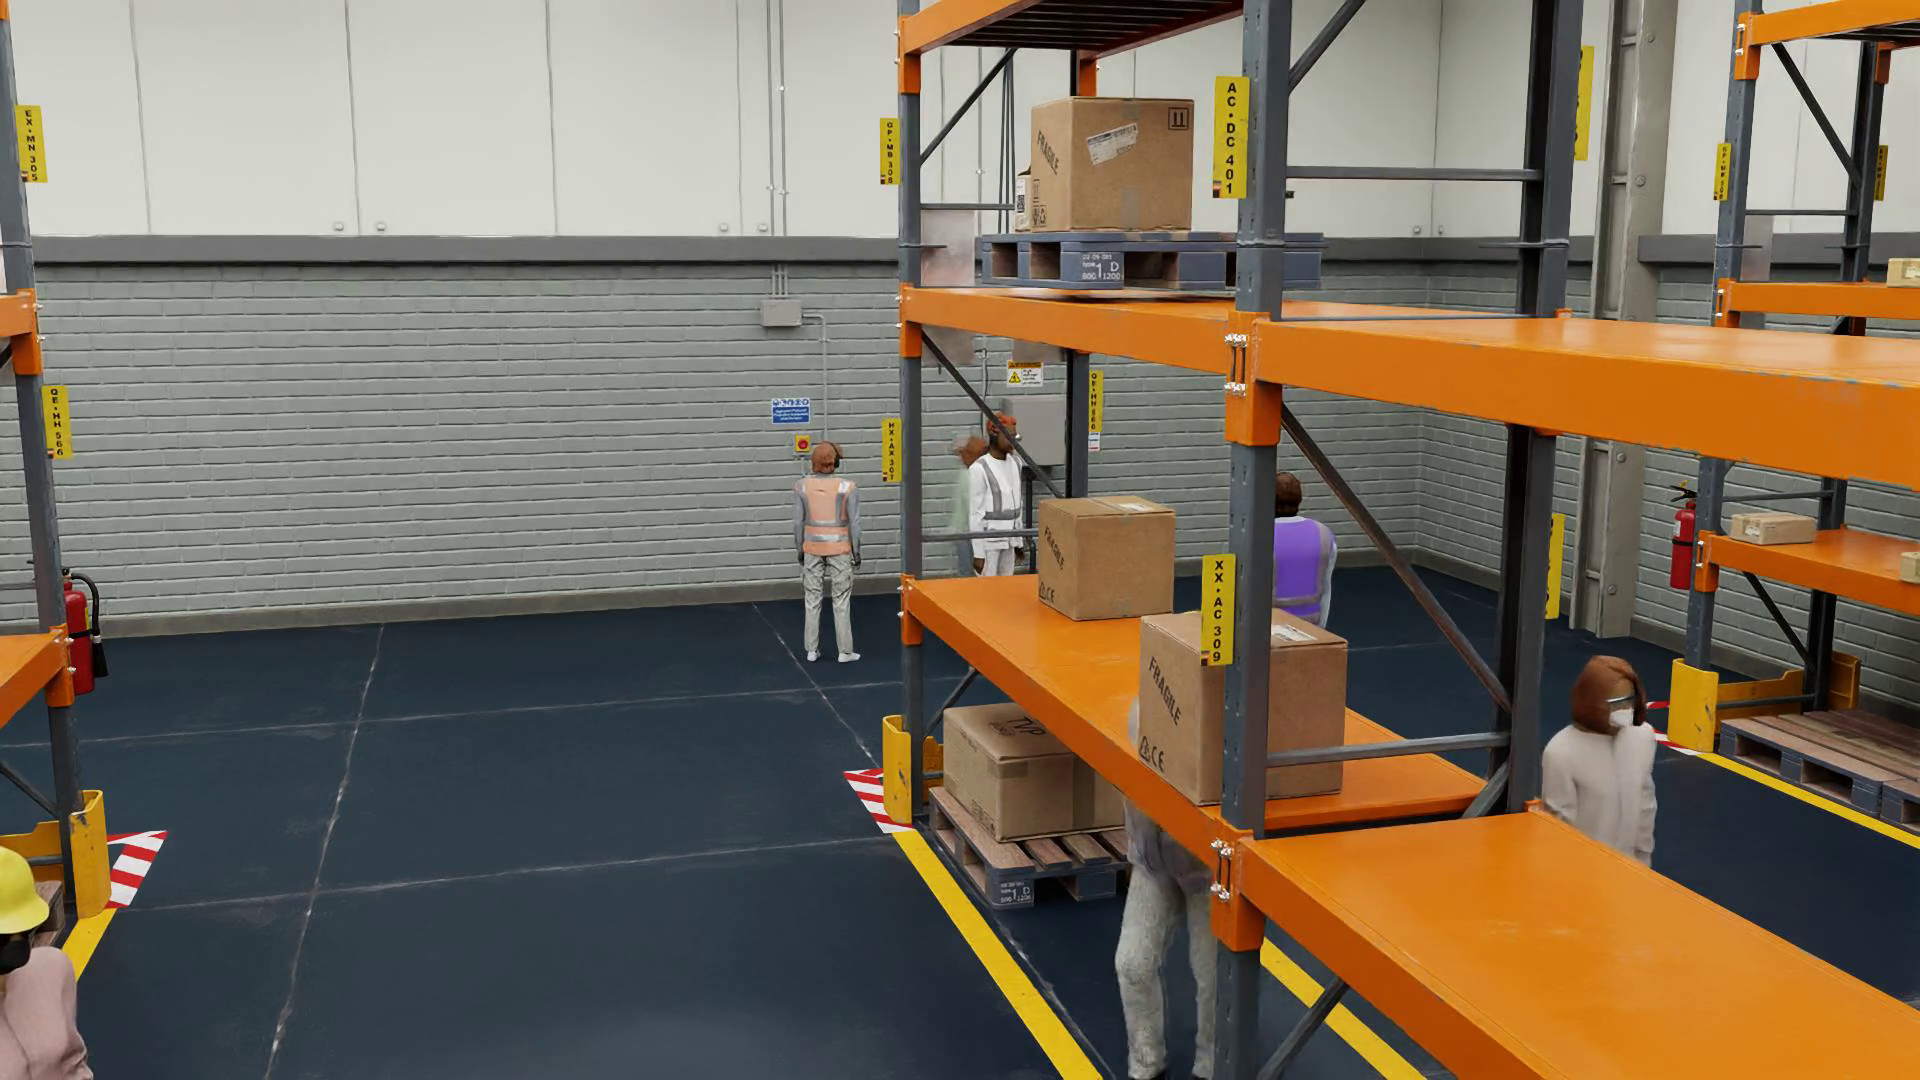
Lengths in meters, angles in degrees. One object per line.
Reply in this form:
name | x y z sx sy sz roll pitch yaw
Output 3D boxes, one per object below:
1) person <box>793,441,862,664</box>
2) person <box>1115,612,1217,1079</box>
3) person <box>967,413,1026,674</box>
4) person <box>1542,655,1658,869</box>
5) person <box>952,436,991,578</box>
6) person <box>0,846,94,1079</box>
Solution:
person | -0.964 0.098 12.155 0.518 1.640 0.307 2 10 14
person | 0.745 1.140 5.716 0.626 1.805 0.583 8 13 39
person | 0.256 0.031 11.884 0.356 1.878 0.567 7 12 34
person | 2.287 1.196 5.947 0.508 1.623 0.333 -4 11 -21
person | 0.079 -0.024 12.956 0.429 1.594 0.540 0 10 2
person | -2.144 1.518 3.746 0.353 1.760 0.518 2 10 12
